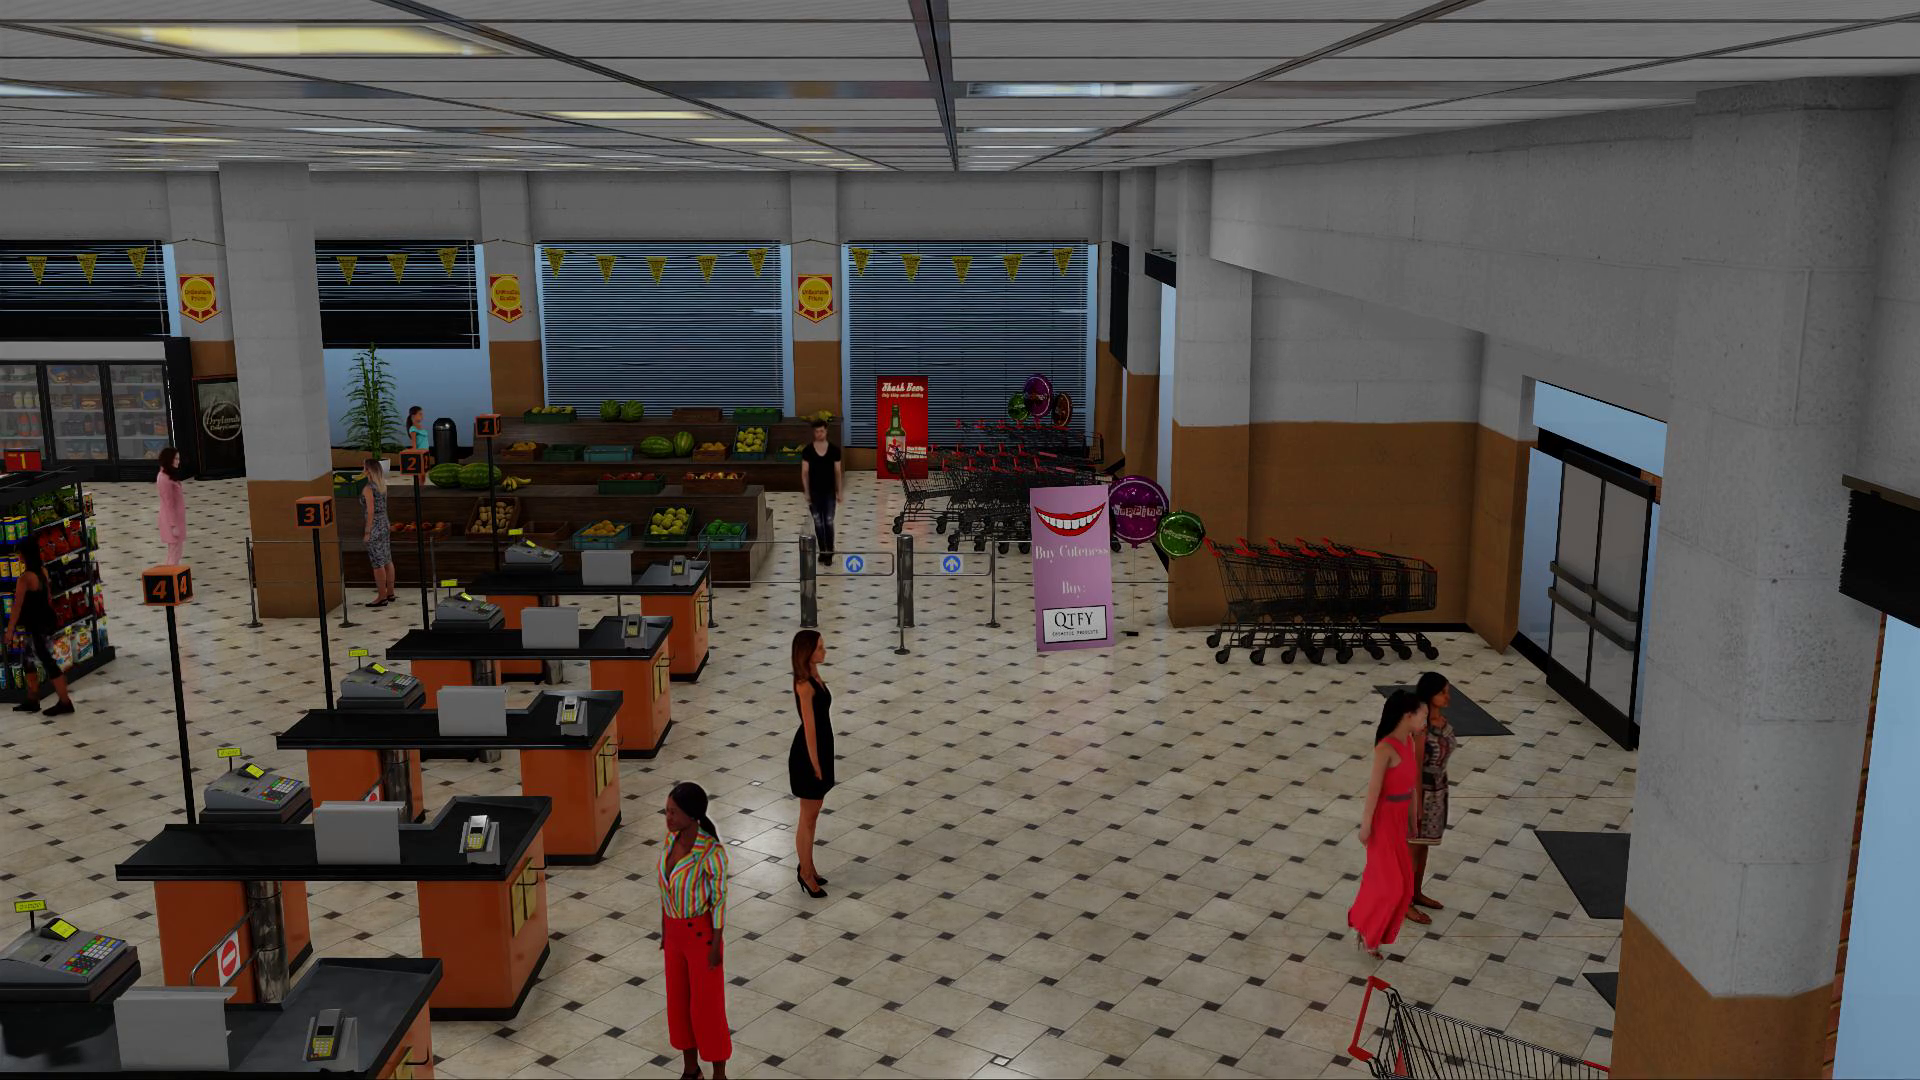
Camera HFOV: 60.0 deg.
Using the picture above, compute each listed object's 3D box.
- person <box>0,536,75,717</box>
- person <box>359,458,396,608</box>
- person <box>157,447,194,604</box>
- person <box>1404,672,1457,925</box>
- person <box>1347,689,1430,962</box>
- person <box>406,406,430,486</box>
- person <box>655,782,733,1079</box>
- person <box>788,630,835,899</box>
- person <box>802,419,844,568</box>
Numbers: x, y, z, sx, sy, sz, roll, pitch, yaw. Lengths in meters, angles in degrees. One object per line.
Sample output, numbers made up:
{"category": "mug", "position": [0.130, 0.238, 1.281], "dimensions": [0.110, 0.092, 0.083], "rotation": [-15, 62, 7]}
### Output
{"category": "person", "position": [-8.230, 0.782, 15.042], "dimensions": [0.835, 1.656, 0.729], "rotation": [-4, 12, -16]}
{"category": "person", "position": [-6.682, -0.097, 19.099], "dimensions": [0.529, 1.705, 0.598], "rotation": [2, 12, 9]}
{"category": "person", "position": [-9.121, -0.176, 19.235], "dimensions": [0.672, 1.802, 0.686], "rotation": [-6, 13, -25]}
{"category": "person", "position": [3.048, 1.657, 10.913], "dimensions": [0.742, 1.645, 0.727], "rotation": [8, 15, 35]}
{"category": "person", "position": [2.579, 1.758, 10.289], "dimensions": [0.812, 1.703, 0.872], "rotation": [-10, 16, -41]}
{"category": "person", "position": [-8.081, -1.231, 24.838], "dimensions": [0.508, 1.558, 0.537], "rotation": [0, 12, 0]}
{"category": "person", "position": [-1.358, 2.089, 8.504], "dimensions": [0.659, 1.792, 0.744], "rotation": [9, 15, 36]}
{"category": "person", "position": [-1.000, 1.497, 11.208], "dimensions": [0.505, 1.835, 0.569], "rotation": [0, 12, 0]}
{"category": "person", "position": [-1.761, -0.599, 21.116], "dimensions": [1.031, 1.854, 0.706], "rotation": [0, 12, 1]}
